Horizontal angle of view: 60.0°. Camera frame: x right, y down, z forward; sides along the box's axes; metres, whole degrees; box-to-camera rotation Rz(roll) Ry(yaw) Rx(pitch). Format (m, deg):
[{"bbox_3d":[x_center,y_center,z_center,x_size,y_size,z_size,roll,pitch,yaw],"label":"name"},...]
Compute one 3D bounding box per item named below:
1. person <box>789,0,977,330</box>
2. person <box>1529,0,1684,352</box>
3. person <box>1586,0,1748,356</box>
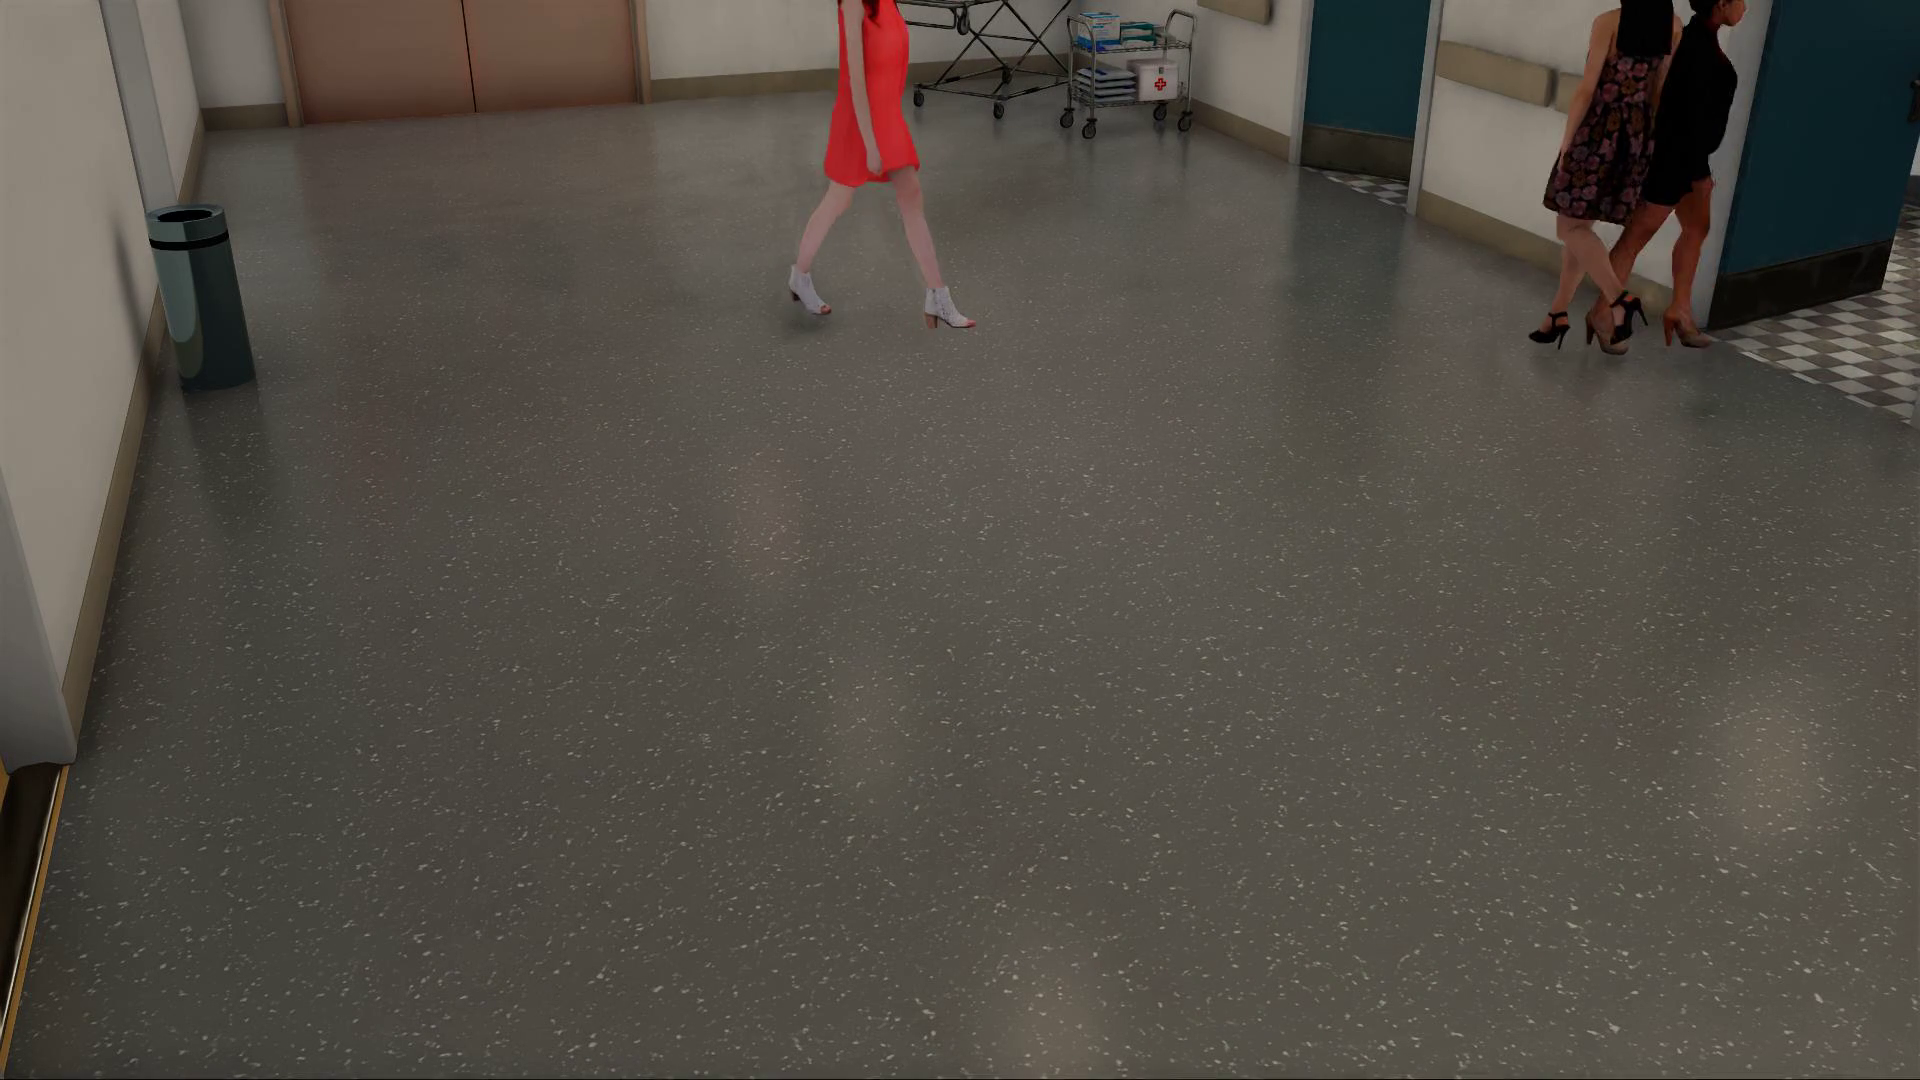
[{"bbox_3d":[-0.486,-1.760,7.257,1.165,1.774,1.126,10,28,21],"label":"person"},{"bbox_3d":[2.720,-1.548,6.858,0.624,1.740,0.867,-12,28,-24],"label":"person"},{"bbox_3d":[2.936,-1.569,7.042,0.887,1.617,0.831,12,28,24],"label":"person"}]
